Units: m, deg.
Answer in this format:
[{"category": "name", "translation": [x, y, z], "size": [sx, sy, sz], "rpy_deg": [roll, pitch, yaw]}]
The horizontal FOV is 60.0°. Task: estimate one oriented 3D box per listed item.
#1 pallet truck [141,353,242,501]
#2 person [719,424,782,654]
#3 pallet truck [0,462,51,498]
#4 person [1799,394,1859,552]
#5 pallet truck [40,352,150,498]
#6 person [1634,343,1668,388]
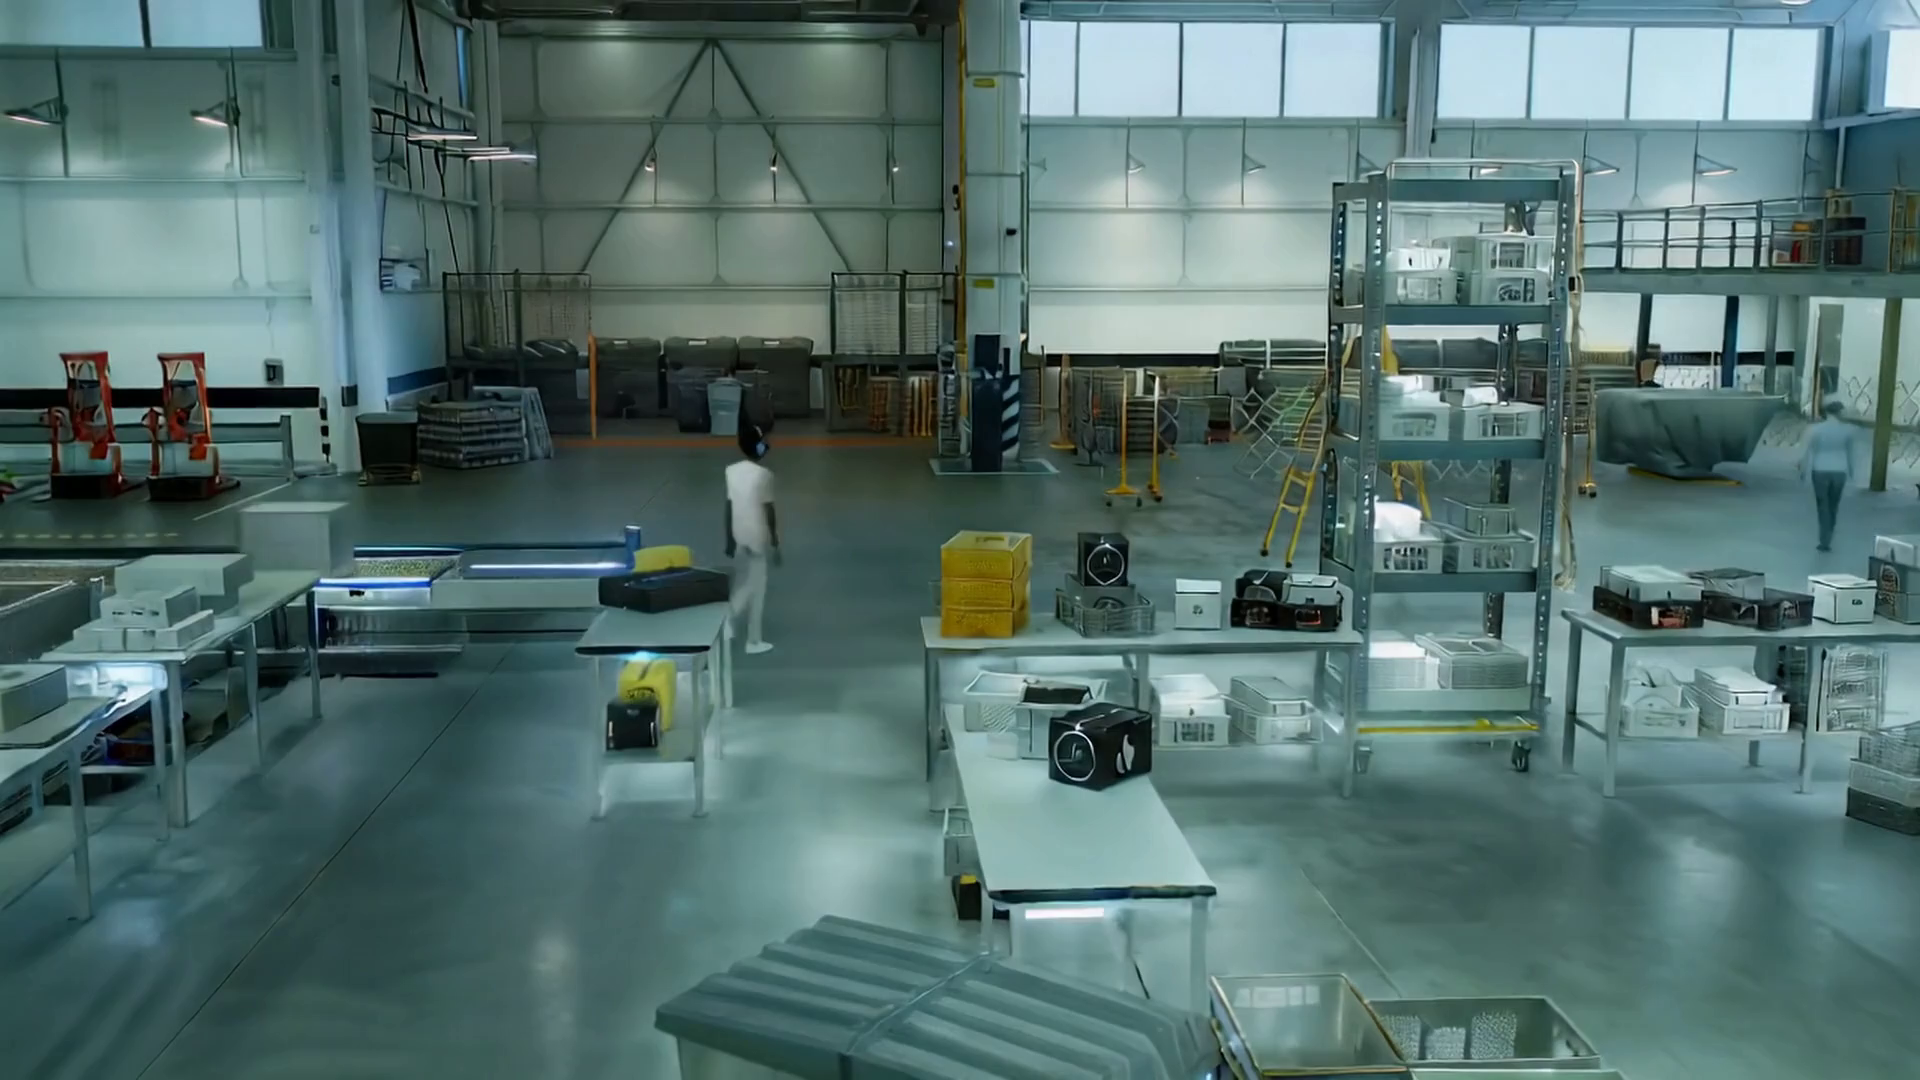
[{"category": "pallet truck", "translation": [-10.520, -1.604, 22.925], "size": [0.823, 1.965, 1.885], "rpy_deg": [-1, 9, -6]}, {"category": "person", "translation": [-1.664, 0.008, 13.270], "size": [0.513, 1.856, 0.443], "rpy_deg": [7, 12, 39]}, {"category": "pallet truck", "translation": [-13.193, -1.293, 23.148], "size": [0.653, 1.274, 1.630], "rpy_deg": [-1, 9, -4]}, {"category": "person", "translation": [9.634, -0.756, 18.473], "size": [0.537, 1.717, 0.911], "rpy_deg": [2, 9, 13]}, {"category": "pallet truck", "translation": [-11.907, -1.642, 23.165], "size": [0.823, 1.965, 1.885], "rpy_deg": [0, 9, 0]}, {"category": "person", "translation": [11.778, -2.411, 28.352], "size": [0.355, 1.882, 0.575], "rpy_deg": [-8, 12, -39]}]
